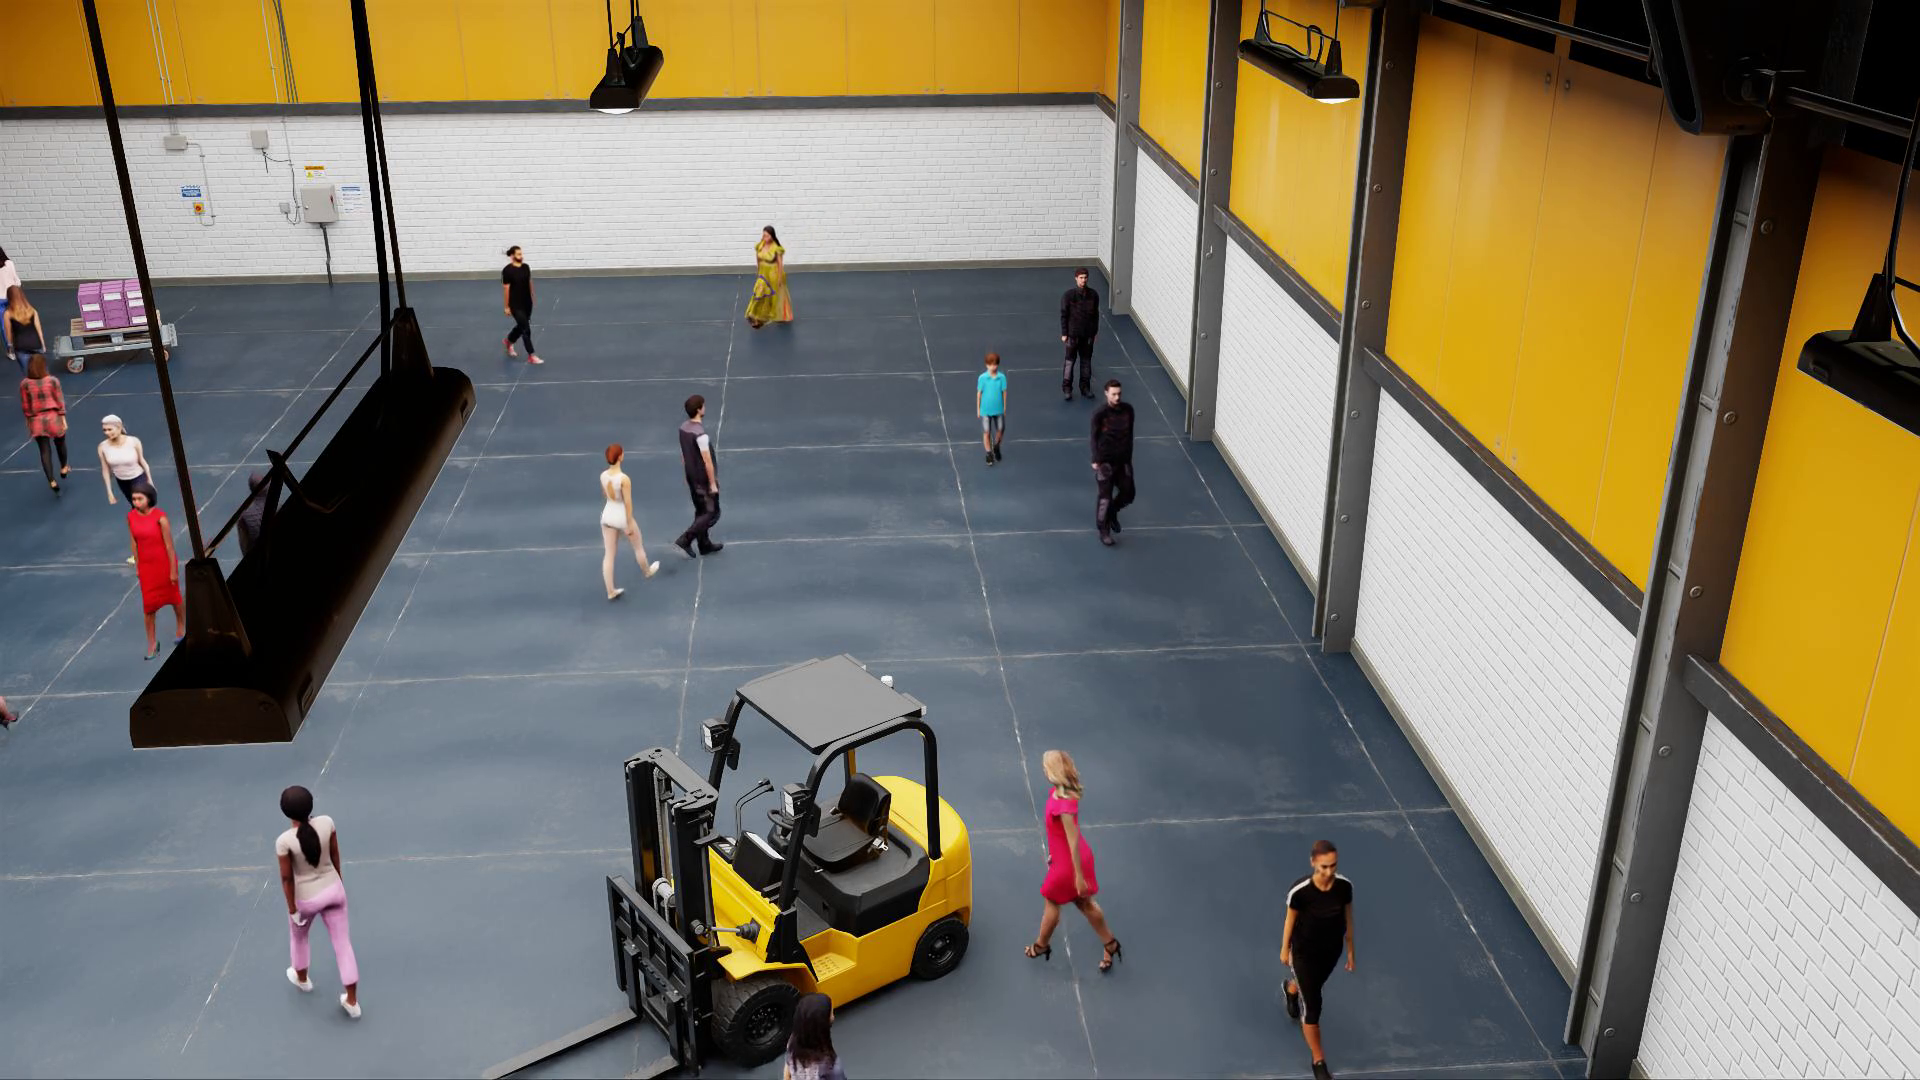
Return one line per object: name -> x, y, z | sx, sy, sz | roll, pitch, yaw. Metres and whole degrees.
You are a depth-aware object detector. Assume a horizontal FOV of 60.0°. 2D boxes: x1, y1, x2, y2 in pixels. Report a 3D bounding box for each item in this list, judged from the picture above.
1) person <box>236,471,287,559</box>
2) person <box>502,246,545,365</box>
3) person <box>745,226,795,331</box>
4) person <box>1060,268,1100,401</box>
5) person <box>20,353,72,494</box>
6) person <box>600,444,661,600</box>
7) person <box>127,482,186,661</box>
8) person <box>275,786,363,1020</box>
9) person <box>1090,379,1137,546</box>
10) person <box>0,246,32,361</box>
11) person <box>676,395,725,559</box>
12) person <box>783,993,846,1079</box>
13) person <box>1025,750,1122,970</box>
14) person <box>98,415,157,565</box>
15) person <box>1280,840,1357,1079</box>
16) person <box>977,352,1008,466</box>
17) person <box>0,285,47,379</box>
person -> -6.576, 0.244, 15.943 | 1.027, 1.799, 1.291 | -12, 26, -25
person -> -6.552, -3.480, 24.544 | 1.126, 1.734, 1.132 | 14, 27, 28
person -> -2.943, -4.146, 26.224 | 1.076, 1.608, 1.421 | 8, 25, 18
person -> 1.654, -2.861, 22.997 | 0.760, 1.839, 0.650 | -7, 25, -16
person -> -10.850, -1.339, 19.746 | 0.823, 1.654, 1.207 | -8, 25, -18
person -> -3.562, -0.150, 17.080 | 0.835, 1.611, 1.054 | 10, 25, 21
person -> -7.703, 0.235, 16.061 | 0.627, 1.721, 0.913 | -1, 24, -1
person -> -4.216, 2.429, 11.048 | 0.936, 1.716, 1.049 | -19, 30, -37
person -> 1.660, -0.892, 18.420 | 0.795, 1.896, 0.845 | -9, 25, -20
person -> -14.166, -3.566, 24.695 | 0.713, 1.770, 0.681 | -12, 26, -25
person -> -2.868, -0.640, 17.919 | 0.954, 1.837, 0.931 | -17, 29, -33
person -> -0.837, 3.284, 9.134 | 1.062, 1.682, 1.132 | -18, 29, -35
person -> 0.849, 2.260, 11.492 | 0.843, 1.671, 0.931 | 1, 24, 3
person -> -8.956, -0.604, 18.082 | 0.614, 1.640, 1.206 | -4, 24, -9
person -> 2.267, 2.601, 10.762 | 0.711, 1.630, 1.162 | -6, 24, -13
person -> 0.388, -1.659, 20.747 | 0.518, 1.439, 0.543 | -2, 24, -5
person -> -12.599, -2.580, 22.518 | 0.757, 1.707, 0.703 | 21, 31, 39
